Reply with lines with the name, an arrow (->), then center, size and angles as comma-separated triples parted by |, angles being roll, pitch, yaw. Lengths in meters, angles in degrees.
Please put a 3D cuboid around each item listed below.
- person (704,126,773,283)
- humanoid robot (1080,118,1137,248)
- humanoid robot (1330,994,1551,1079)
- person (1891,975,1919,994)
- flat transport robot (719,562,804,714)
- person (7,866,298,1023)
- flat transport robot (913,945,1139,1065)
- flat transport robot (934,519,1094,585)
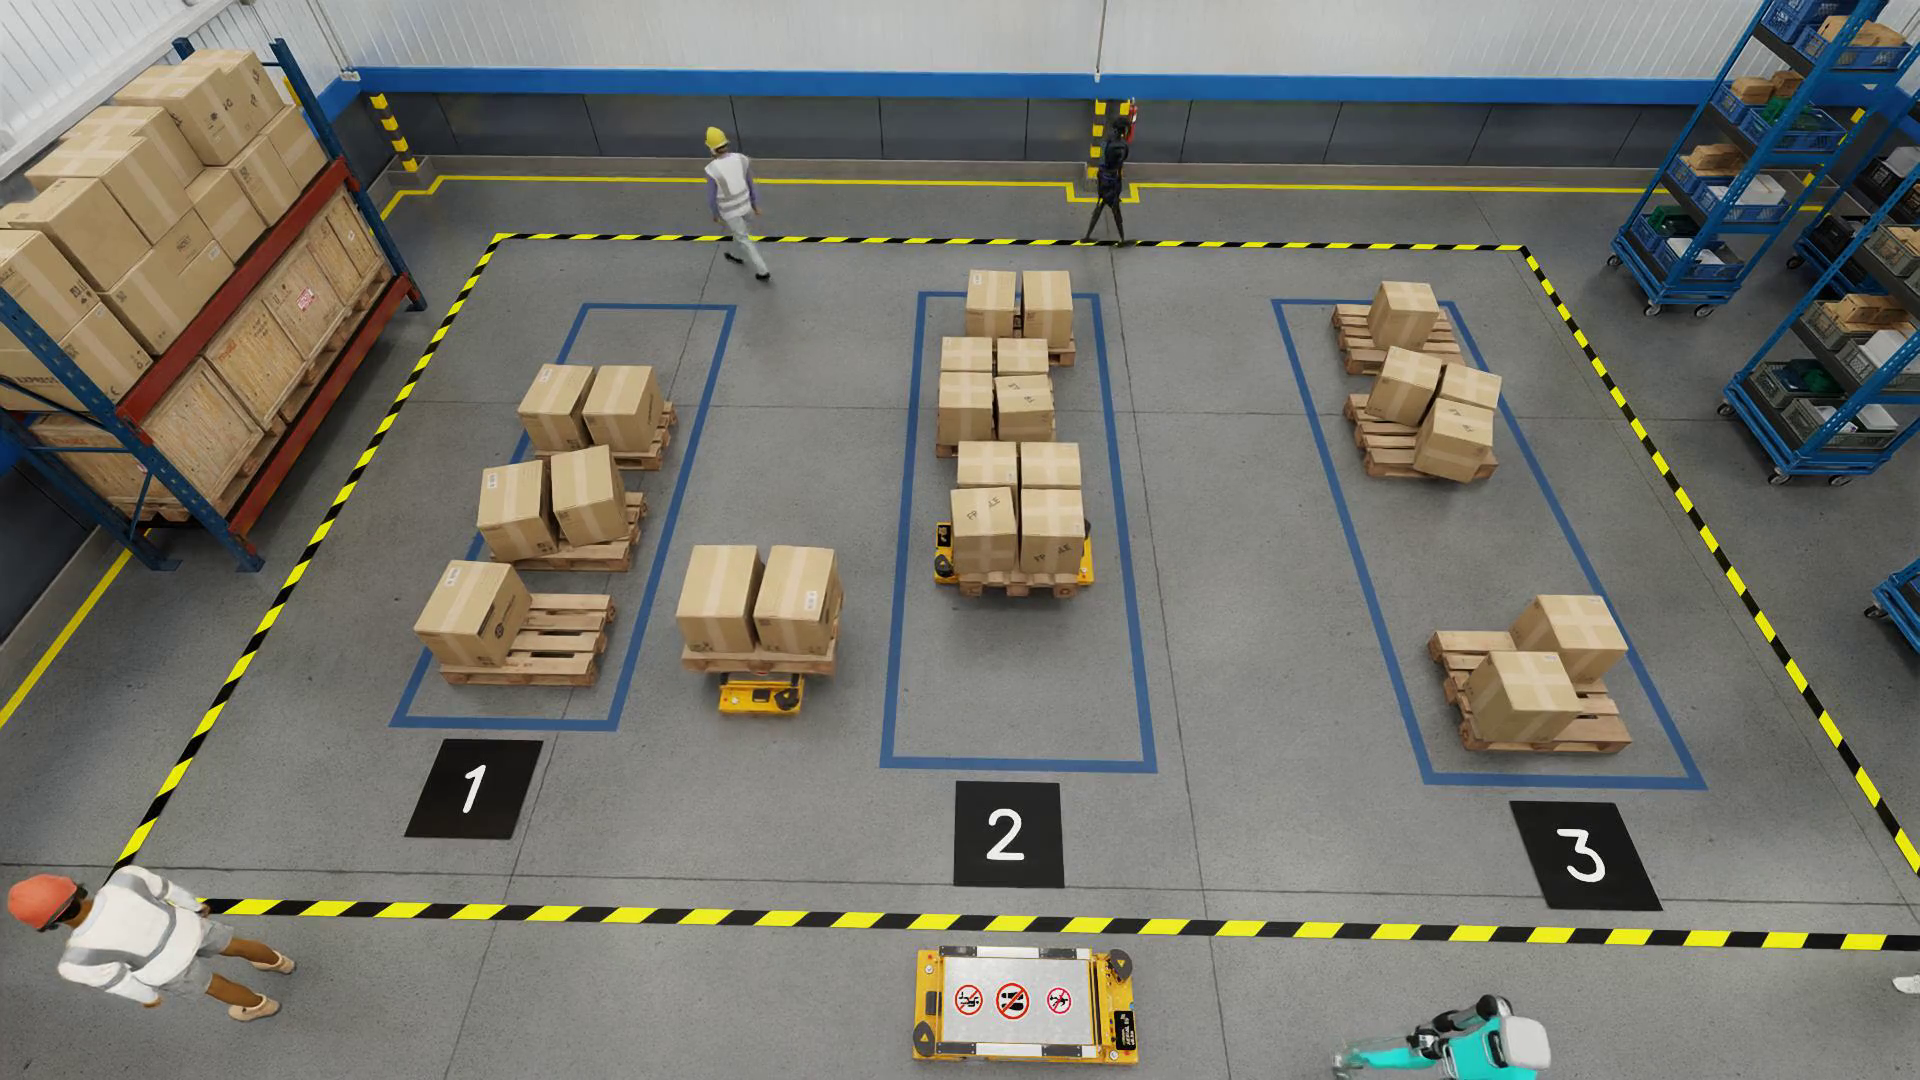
person -> -2.581, -3.874, 10.665 | 0.870, 1.788, 0.571 | 28, 56, 21
humanoid robot -> 1.883, -4.329, 11.119 | 0.676, 1.638, 0.615 | -6, 51, -5
humanoid robot -> 2.484, 2.988, 5.133 | 0.816, 1.810, 0.536 | 2, 51, 2
person -> 6.793, 2.362, 5.577 | 0.978, 1.801, 0.597 | -8, 51, -6
flat transport robot -> -1.612, 0.798, 7.817 | 0.652, 0.197, 1.431 | 1, 51, 1
person -> -4.676, 2.404, 5.388 | 0.389, 2.035, 0.604 | 1, 51, 1
flat transport robot -> 0.422, 3.041, 6.007 | 1.431, 0.231, 0.659 | 1, 51, 1
flat transport robot -> 0.490, 0.087, 8.397 | 1.431, 0.197, 0.652 | 1, 51, 1
